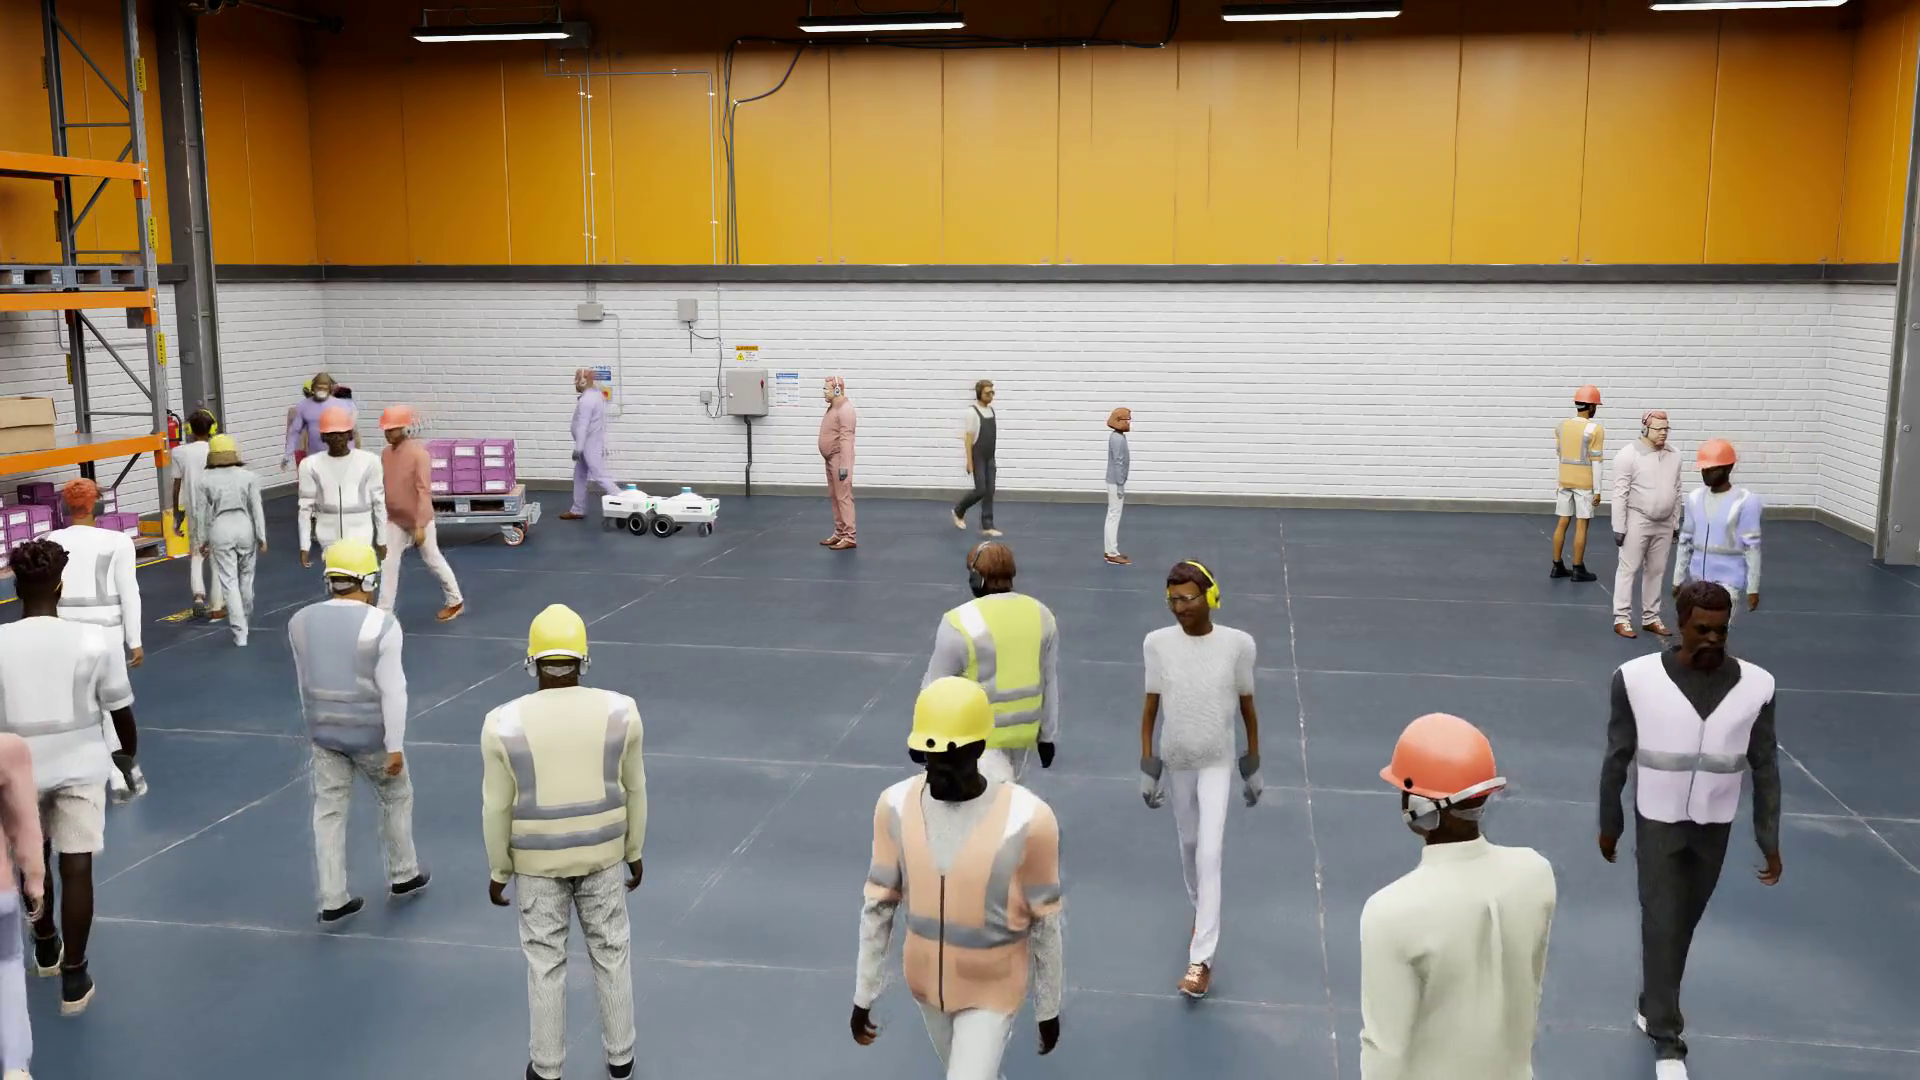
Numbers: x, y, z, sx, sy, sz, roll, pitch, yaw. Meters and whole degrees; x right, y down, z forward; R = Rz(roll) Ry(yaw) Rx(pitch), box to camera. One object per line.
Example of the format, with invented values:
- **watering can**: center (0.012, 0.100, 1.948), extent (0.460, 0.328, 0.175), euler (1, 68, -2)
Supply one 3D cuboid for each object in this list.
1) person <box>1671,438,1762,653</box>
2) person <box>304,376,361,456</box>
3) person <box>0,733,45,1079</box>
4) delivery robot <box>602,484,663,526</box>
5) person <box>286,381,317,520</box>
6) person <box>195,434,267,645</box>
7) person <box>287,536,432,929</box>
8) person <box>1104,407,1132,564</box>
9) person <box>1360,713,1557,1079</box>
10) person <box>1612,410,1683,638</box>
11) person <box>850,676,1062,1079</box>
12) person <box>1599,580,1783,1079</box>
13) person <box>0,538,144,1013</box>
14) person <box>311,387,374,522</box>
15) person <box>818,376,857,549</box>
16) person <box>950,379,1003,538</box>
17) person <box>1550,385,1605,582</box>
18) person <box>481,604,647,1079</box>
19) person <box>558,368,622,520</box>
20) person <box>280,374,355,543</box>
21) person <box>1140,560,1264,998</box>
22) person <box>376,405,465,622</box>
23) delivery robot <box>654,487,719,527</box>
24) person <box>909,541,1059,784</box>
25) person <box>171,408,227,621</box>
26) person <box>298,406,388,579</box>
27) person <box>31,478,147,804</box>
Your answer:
- **person**: center (5.080, 0.269, 11.271), extent (0.548, 1.914, 0.585), euler (-5, 10, -27)
- **person**: center (-7.337, -1.000, 19.438), extent (0.611, 1.813, 0.809), euler (-2, 9, -11)
- **person**: center (-3.531, 1.228, 5.866), extent (0.531, 1.751, 0.394), euler (-6, 11, -32)
- **delivery robot**: center (-3.823, -0.408, 19.408), extent (0.707, 0.478, 0.477), euler (5, 10, 27)
- **person**: center (-7.918, -1.082, 20.264), extent (0.576, 1.726, 0.626), euler (-2, 9, -15)
- **person**: center (-6.024, -0.019, 13.713), extent (0.504, 1.694, 0.847), euler (-6, 11, -33)
- **person**: center (-2.816, 0.873, 7.876), extent (0.617, 1.802, 0.759), euler (2, 9, 10)
- **person**: center (1.656, -0.574, 17.386), extent (0.282, 1.633, 0.501), euler (0, 9, 1)
- **person**: center (1.256, 1.404, 4.118), extent (0.615, 1.963, 0.893), euler (-4, 10, -23)
- **person**: center (5.720, -0.129, 13.817), extent (0.645, 1.903, 0.401), euler (-3, 10, -17)
- **person**: center (-0.018, 1.313, 4.942), extent (0.605, 1.865, 1.020), euler (5, 10, 29)
- **person**: center (2.751, 1.099, 6.200), extent (0.609, 1.882, 0.891), euler (1, 9, 3)
- **person**: center (-3.808, 0.944, 7.014), extent (0.645, 1.932, 0.840), euler (-4, 10, -22)
- **person**: center (-7.588, -1.036, 20.160), extent (0.845, 1.661, 0.519), euler (0, 9, 0)
- **person**: center (-1.359, -0.851, 18.305), extent (0.402, 1.901, 0.647), euler (-3, 10, -20)
- **person**: center (0.214, -0.938, 19.065), extent (0.568, 1.830, 0.507), euler (7, 11, 37)
- **person**: center (6.099, -0.554, 16.350), extent (0.384, 1.928, 0.543), euler (-6, 11, -31)
- **person**: center (-1.446, 1.144, 6.111), extent (0.592, 1.834, 0.404), euler (-4, 10, -21)
- **person**: center (-4.446, -1.157, 20.283), extent (0.901, 1.874, 0.644), euler (-1, 9, -7)
- **person**: center (-7.205, -0.902, 18.591), extent (0.730, 1.890, 0.945), euler (1, 9, 8)
- **person**: center (1.039, 0.982, 7.213), extent (0.527, 1.805, 0.997), euler (3, 10, 17)
- **person**: center (-4.637, -0.189, 14.107), extent (0.621, 1.933, 1.099), euler (5, 10, 28)
- **delivery robot**: center (-3.136, -0.363, 19.130), extent (0.707, 0.478, 0.477), euler (1, 9, 6)
- **person**: center (0.079, 0.899, 7.748), extent (0.648, 1.799, 0.927), euler (-7, 12, -38)
- **person**: center (-6.546, -0.212, 14.439), extent (0.554, 1.858, 0.406), euler (-2, 9, -12)
- **person**: center (-4.704, 0.001, 12.641), extent (0.626, 2.011, 0.830), euler (-2, 9, -12)
- **person**: center (-4.995, 0.578, 9.535), extent (0.587, 1.872, 0.376), euler (0, 9, -3)
